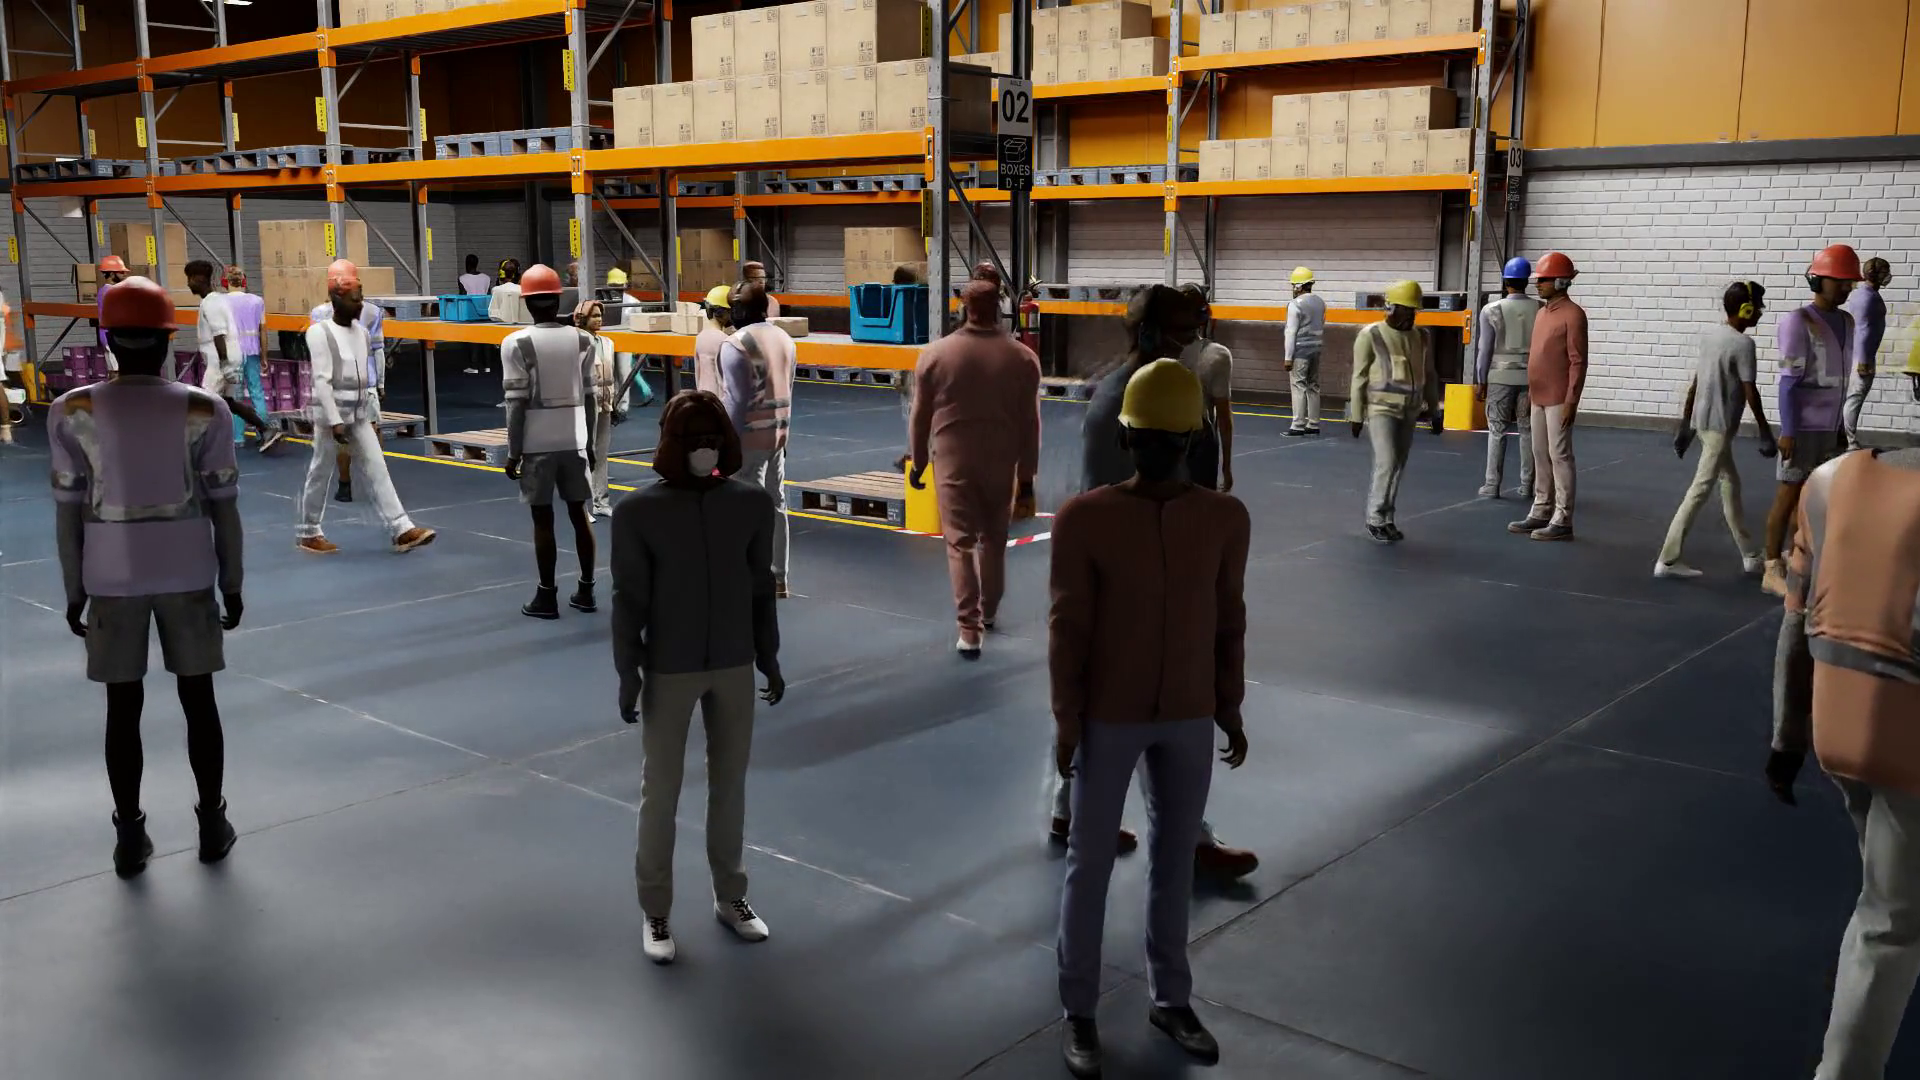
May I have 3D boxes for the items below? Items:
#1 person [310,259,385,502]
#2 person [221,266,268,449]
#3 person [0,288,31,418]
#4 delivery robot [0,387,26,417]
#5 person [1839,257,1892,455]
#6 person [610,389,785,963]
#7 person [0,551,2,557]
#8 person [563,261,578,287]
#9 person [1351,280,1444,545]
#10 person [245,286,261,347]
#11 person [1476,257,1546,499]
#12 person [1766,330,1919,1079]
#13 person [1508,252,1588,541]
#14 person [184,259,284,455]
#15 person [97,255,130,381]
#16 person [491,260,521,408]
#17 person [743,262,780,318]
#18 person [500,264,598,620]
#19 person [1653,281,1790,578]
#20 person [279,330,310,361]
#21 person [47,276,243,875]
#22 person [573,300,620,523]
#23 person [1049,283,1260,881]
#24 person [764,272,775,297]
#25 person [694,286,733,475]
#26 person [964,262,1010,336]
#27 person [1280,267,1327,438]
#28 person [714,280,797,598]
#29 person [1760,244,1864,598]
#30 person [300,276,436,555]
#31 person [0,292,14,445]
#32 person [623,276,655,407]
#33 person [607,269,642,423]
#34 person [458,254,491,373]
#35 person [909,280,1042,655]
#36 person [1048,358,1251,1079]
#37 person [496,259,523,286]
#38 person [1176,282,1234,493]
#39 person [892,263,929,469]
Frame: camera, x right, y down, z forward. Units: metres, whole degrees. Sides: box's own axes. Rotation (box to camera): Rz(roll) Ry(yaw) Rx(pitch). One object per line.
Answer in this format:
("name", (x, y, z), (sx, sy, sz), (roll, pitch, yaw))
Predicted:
("person", (-4.883, -1.269, 13.315), (0.546, 1.934, 0.376), (-5, 11, -24))
("person", (-7.256, -1.837, 16.795), (0.372, 1.843, 0.570), (8, 13, 40))
("person", (-11.431, -2.265, 19.791), (0.805, 1.636, 0.544), (3, 10, 15))
("delivery robot", (-10.961, -1.589, 18.787), (0.707, 0.478, 0.477), (-6, 12, -31))
("person", (8.693, -1.742, 15.988), (0.378, 1.940, 0.629), (6, 12, 32))
("person", (-0.746, 0.380, 4.774), (0.507, 1.632, 0.268), (-6, 12, -30))
("person", (-6.532, -0.712, 10.495), (0.561, 1.822, 0.709), (0, 10, -2))
("person", (-4.339, -2.239, 19.000), (0.642, 1.881, 0.874), (-6, 12, -30))
("person", (3.025, -0.870, 11.420), (0.594, 1.799, 0.587), (-5, 11, -25))
("person", (-9.617, -2.695, 22.281), (0.507, 1.632, 0.268), (-6, 11, -29))
("person", (4.468, -1.297, 13.431), (0.602, 1.948, 0.385), (0, 10, 1))
("person", (2.078, 0.451, 3.570), (0.556, 1.906, 0.623), (-3, 10, -17))
("person", (4.107, -0.994, 11.573), (0.397, 1.992, 0.623), (-1, 10, -7))
("person", (-6.932, -1.705, 15.831), (0.749, 1.925, 0.611), (-2, 10, -11))
("person", (-9.578, -2.256, 18.917), (0.362, 1.939, 0.542), (-7, 12, -35))
("person", (-5.707, -2.602, 21.068), (0.328, 1.877, 0.515), (9, 14, 43))
("person", (-1.892, -1.593, 15.275), (0.650, 1.901, 0.396), (-8, 13, -38))
("person", (-2.249, -0.532, 9.115), (0.547, 1.934, 0.376), (-8, 13, -39))
("person", (4.719, -0.661, 10.176), (0.938, 1.812, 0.514), (0, 10, -2))
("person", (-9.941, -3.348, 24.842), (0.896, 2.000, 0.703), (8, 12, 37))
("person", (-2.632, 0.116, 5.436), (0.542, 1.932, 0.383), (-5, 11, -25))
("person", (-2.737, -0.955, 12.350), (0.309, 1.645, 0.515), (6, 11, 29))
("person", (0.670, 0.134, 5.400), (0.875, 1.900, 0.654), (4, 11, 20))
("person", (-2.745, -2.907, 23.306), (0.478, 1.687, 0.547), (3, 10, 15))
("person", (-1.683, -0.903, 11.729), (0.328, 1.759, 0.524), (-6, 12, -32))
("person", (0.217, -1.242, 13.223), (0.410, 1.912, 0.643), (6, 12, 32))
("person", (3.669, -2.002, 17.816), (0.591, 1.823, 0.405), (-9, 14, -43))
("person", (-1.183, -0.542, 9.438), (0.429, 1.840, 0.637), (5, 11, 26))
("person", (4.964, -0.675, 9.622), (0.612, 2.039, 0.392), (-6, 12, -32))
("person", (-3.970, -0.792, 10.877), (0.986, 1.831, 0.598), (4, 11, 21))
("person", (-10.211, -1.983, 17.230), (0.983, 1.986, 0.623), (7, 12, 34))
("person", (-4.283, -2.564, 21.256), (0.852, 1.731, 0.530), (3, 10, 15))
("person", (-4.043, -2.275, 19.483), (0.601, 1.783, 0.916), (0, 10, 1))
("person", (-7.885, -3.679, 27.069), (0.388, 1.921, 0.593), (8, 13, 38))
("person", (0.072, -0.386, 8.500), (0.653, 1.853, 0.990), (-1, 10, -5))
("person", (0.470, 0.436, 4.087), (0.526, 1.765, 0.329), (-3, 10, -15))
("person", (-7.582, -3.867, 28.367), (0.637, 1.840, 0.429), (-3, 10, -16))
("person", (1.190, -0.424, 8.752), (0.515, 1.843, 0.326), (5, 11, 27))
("person", (-0.389, -1.521, 14.899), (0.709, 1.880, 0.647), (8, 13, 39))
